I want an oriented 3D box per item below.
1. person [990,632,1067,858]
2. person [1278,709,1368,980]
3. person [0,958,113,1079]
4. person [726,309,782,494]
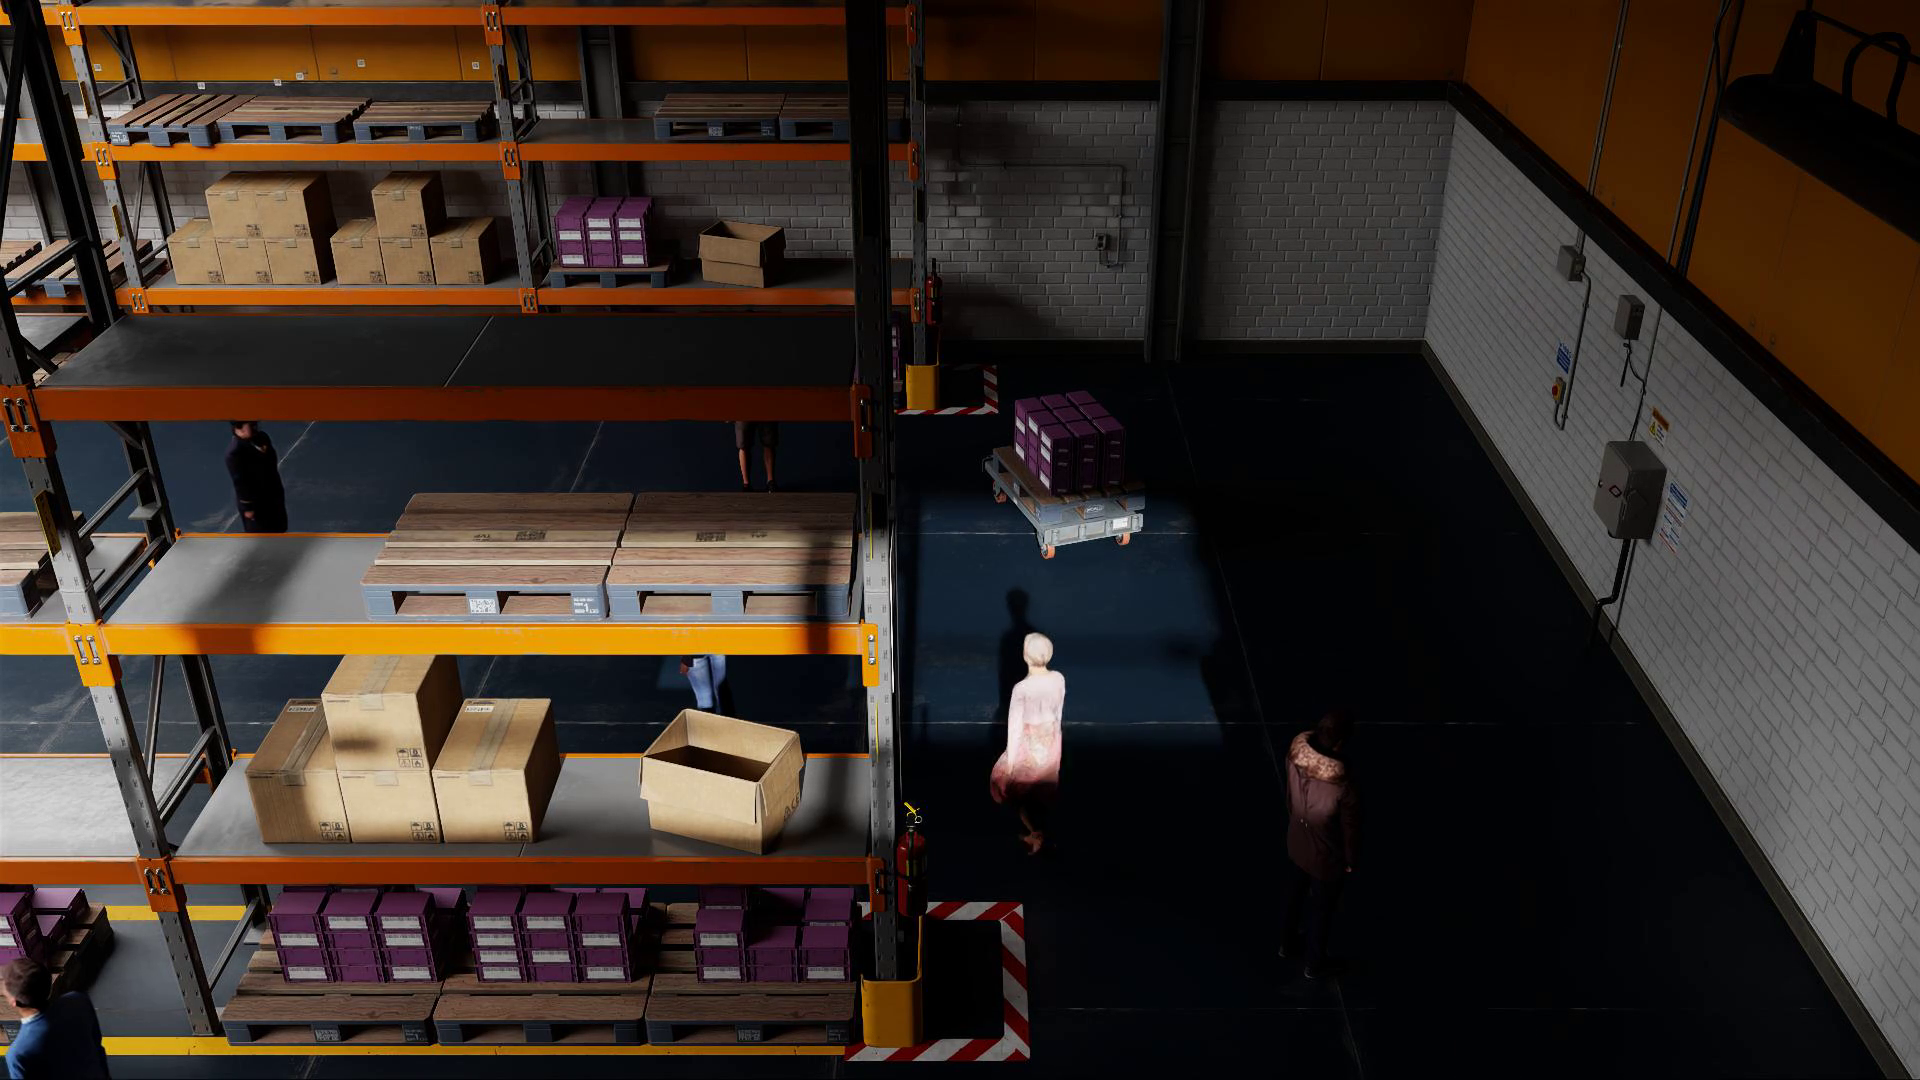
[{"bbox_3d":[0.525,1.385,10.716,0.783,1.682,0.842,-18,34,-30],"label":"person"},{"bbox_3d":[2.128,1.778,9.823,0.882,1.848,0.874,-16,33,-27],"label":"person"},{"bbox_3d":[-4.315,2.739,8.089,0.668,1.820,0.716,8,30,14],"label":"person"},{"bbox_3d":[-1.886,-1.254,15.366,0.578,1.861,0.790,-5,29,-10],"label":"person"}]
